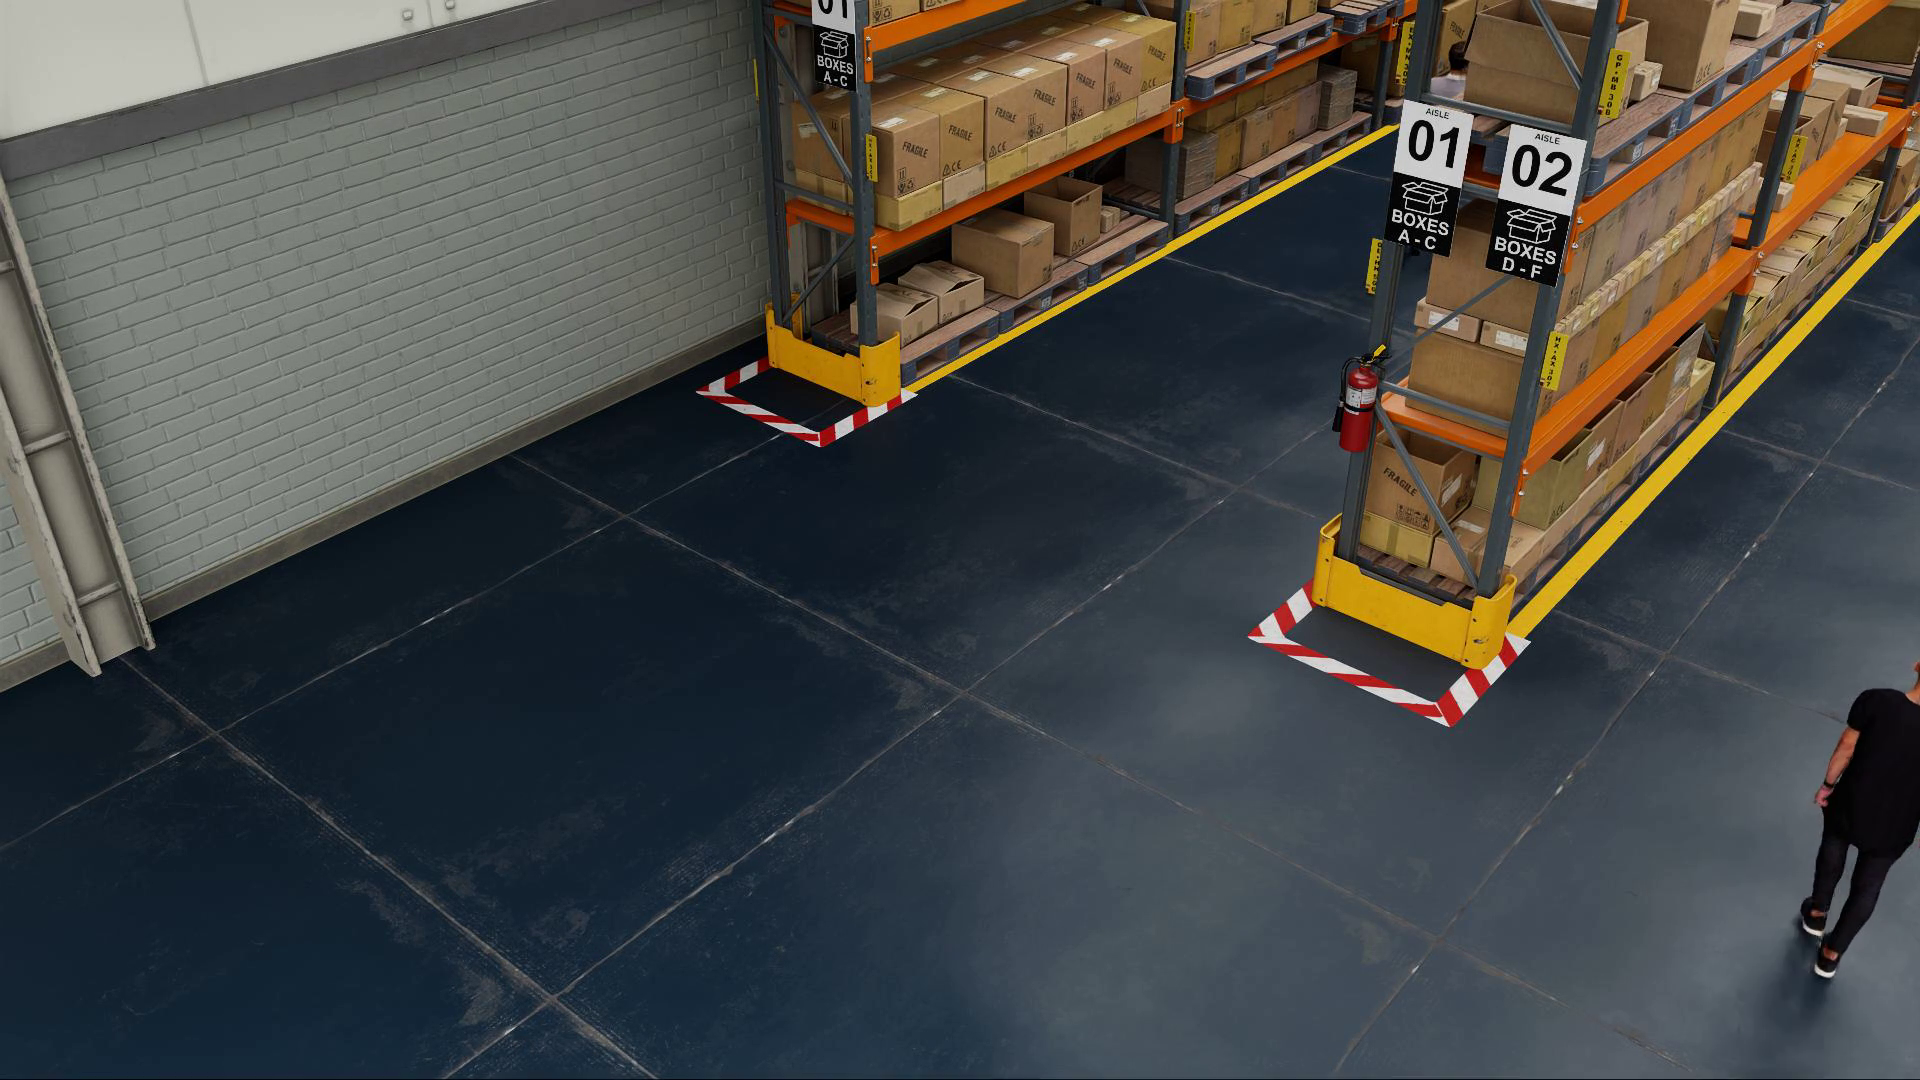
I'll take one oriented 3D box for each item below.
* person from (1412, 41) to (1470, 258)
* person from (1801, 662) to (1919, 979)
[{"bbox_3d":[4.230,-3.380,14.476,0.759,1.923,0.651,20,38,28],"label":"person"},{"bbox_3d":[4.120,1.229,7.459,0.754,1.848,0.769,18,37,26],"label":"person"}]
